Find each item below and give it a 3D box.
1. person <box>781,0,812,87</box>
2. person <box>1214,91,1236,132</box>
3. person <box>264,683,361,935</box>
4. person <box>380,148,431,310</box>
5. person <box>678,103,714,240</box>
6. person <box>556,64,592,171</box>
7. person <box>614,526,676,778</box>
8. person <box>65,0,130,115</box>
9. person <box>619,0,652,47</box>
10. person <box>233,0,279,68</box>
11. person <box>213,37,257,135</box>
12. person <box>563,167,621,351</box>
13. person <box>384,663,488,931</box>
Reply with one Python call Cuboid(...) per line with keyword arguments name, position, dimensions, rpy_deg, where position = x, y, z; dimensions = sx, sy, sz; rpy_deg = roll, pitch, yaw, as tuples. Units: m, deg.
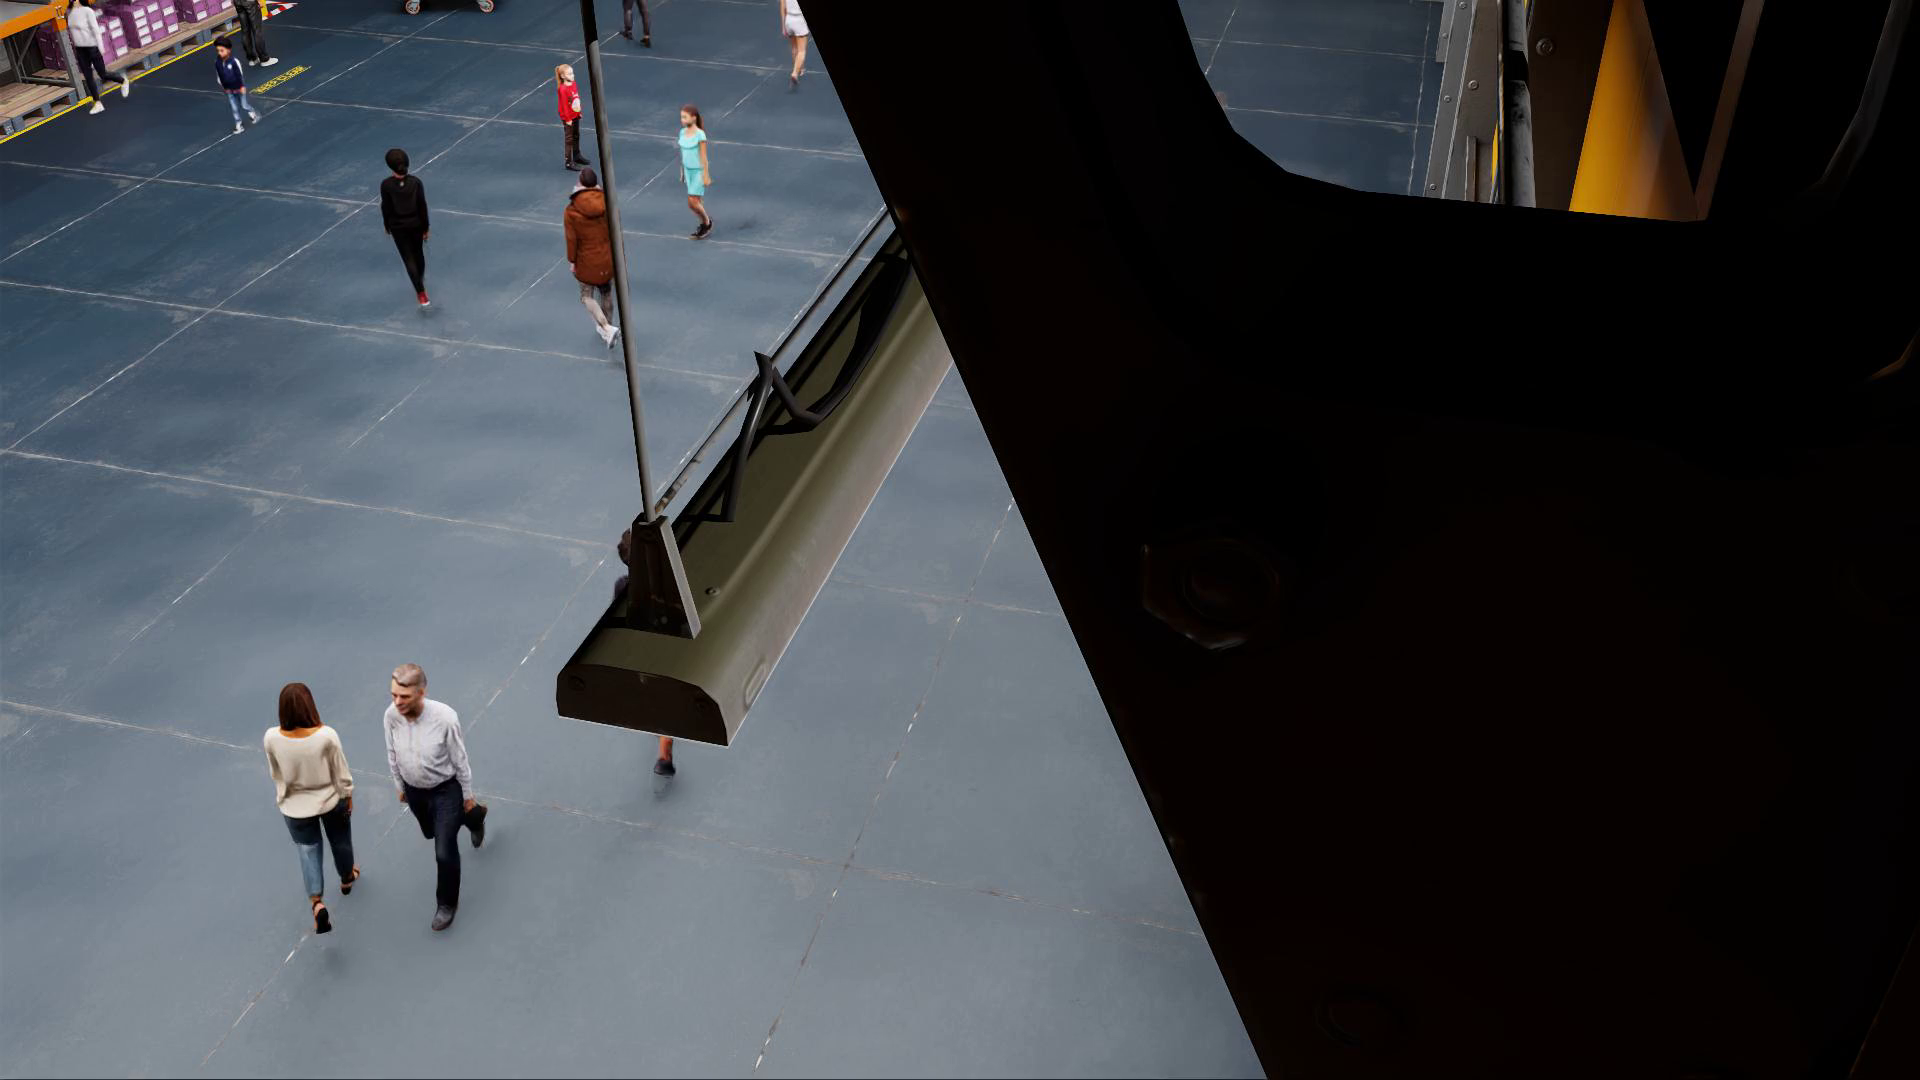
Cuboid(name="person", position=(-2.273, -7.080, 22.977), dimensions=(0.577, 1.577, 0.992), rpy_deg=(10, 35, 14))
Cuboid(name="person", position=(2.808, -4.110, 18.409), dimensions=(0.941, 1.688, 0.851), rpy_deg=(-28, 43, -35))
Cuboid(name="person", position=(-3.832, 1.605, 9.837), dimensions=(0.846, 1.658, 1.024), rpy_deg=(-5, 34, -8))
Cuboid(name="person", position=(-5.638, -3.156, 17.012), dimensions=(1.044, 1.646, 1.116), rpy_deg=(-17, 37, -24))
Cuboid(name="person", position=(-2.888, -4.111, 18.536), dimensions=(0.655, 1.548, 0.701), rpy_deg=(28, 43, 35))
Cuboid(name="person", position=(-4.781, -5.208, 20.428), dimensions=(0.540, 1.281, 0.415), rpy_deg=(9, 35, 14))
Cuboid(name="person", position=(-2.022, 0.764, 11.014), dimensions=(0.869, 1.756, 1.260), rpy_deg=(0, 34, 0))
Cuboid(name="person", position=(-11.524, -6.566, 22.109), dimensions=(0.617, 1.682, 0.934), rpy_deg=(9, 35, 14))
Cuboid(name="person", position=(-4.748, -8.114, 24.421), dimensions=(0.981, 1.700, 1.017), rpy_deg=(-21, 39, -29))
Cuboid(name="person", position=(-10.160, -7.661, 23.639), dimensions=(0.647, 1.812, 0.543), rpy_deg=(10, 35, 14))
Cuboid(name="person", position=(-9.392, -5.912, 21.550), dimensions=(0.584, 1.211, 0.755), rpy_deg=(3, 34, 5))
Cuboid(name="person", position=(-3.522, -2.695, 16.159), dimensions=(1.039, 1.822, 1.085), rpy_deg=(-19, 38, -26))
Cuboid(name="person", position=(-3.115, 1.432, 9.971), dimensions=(0.662, 1.798, 1.063), rpy_deg=(7, 34, 11))
